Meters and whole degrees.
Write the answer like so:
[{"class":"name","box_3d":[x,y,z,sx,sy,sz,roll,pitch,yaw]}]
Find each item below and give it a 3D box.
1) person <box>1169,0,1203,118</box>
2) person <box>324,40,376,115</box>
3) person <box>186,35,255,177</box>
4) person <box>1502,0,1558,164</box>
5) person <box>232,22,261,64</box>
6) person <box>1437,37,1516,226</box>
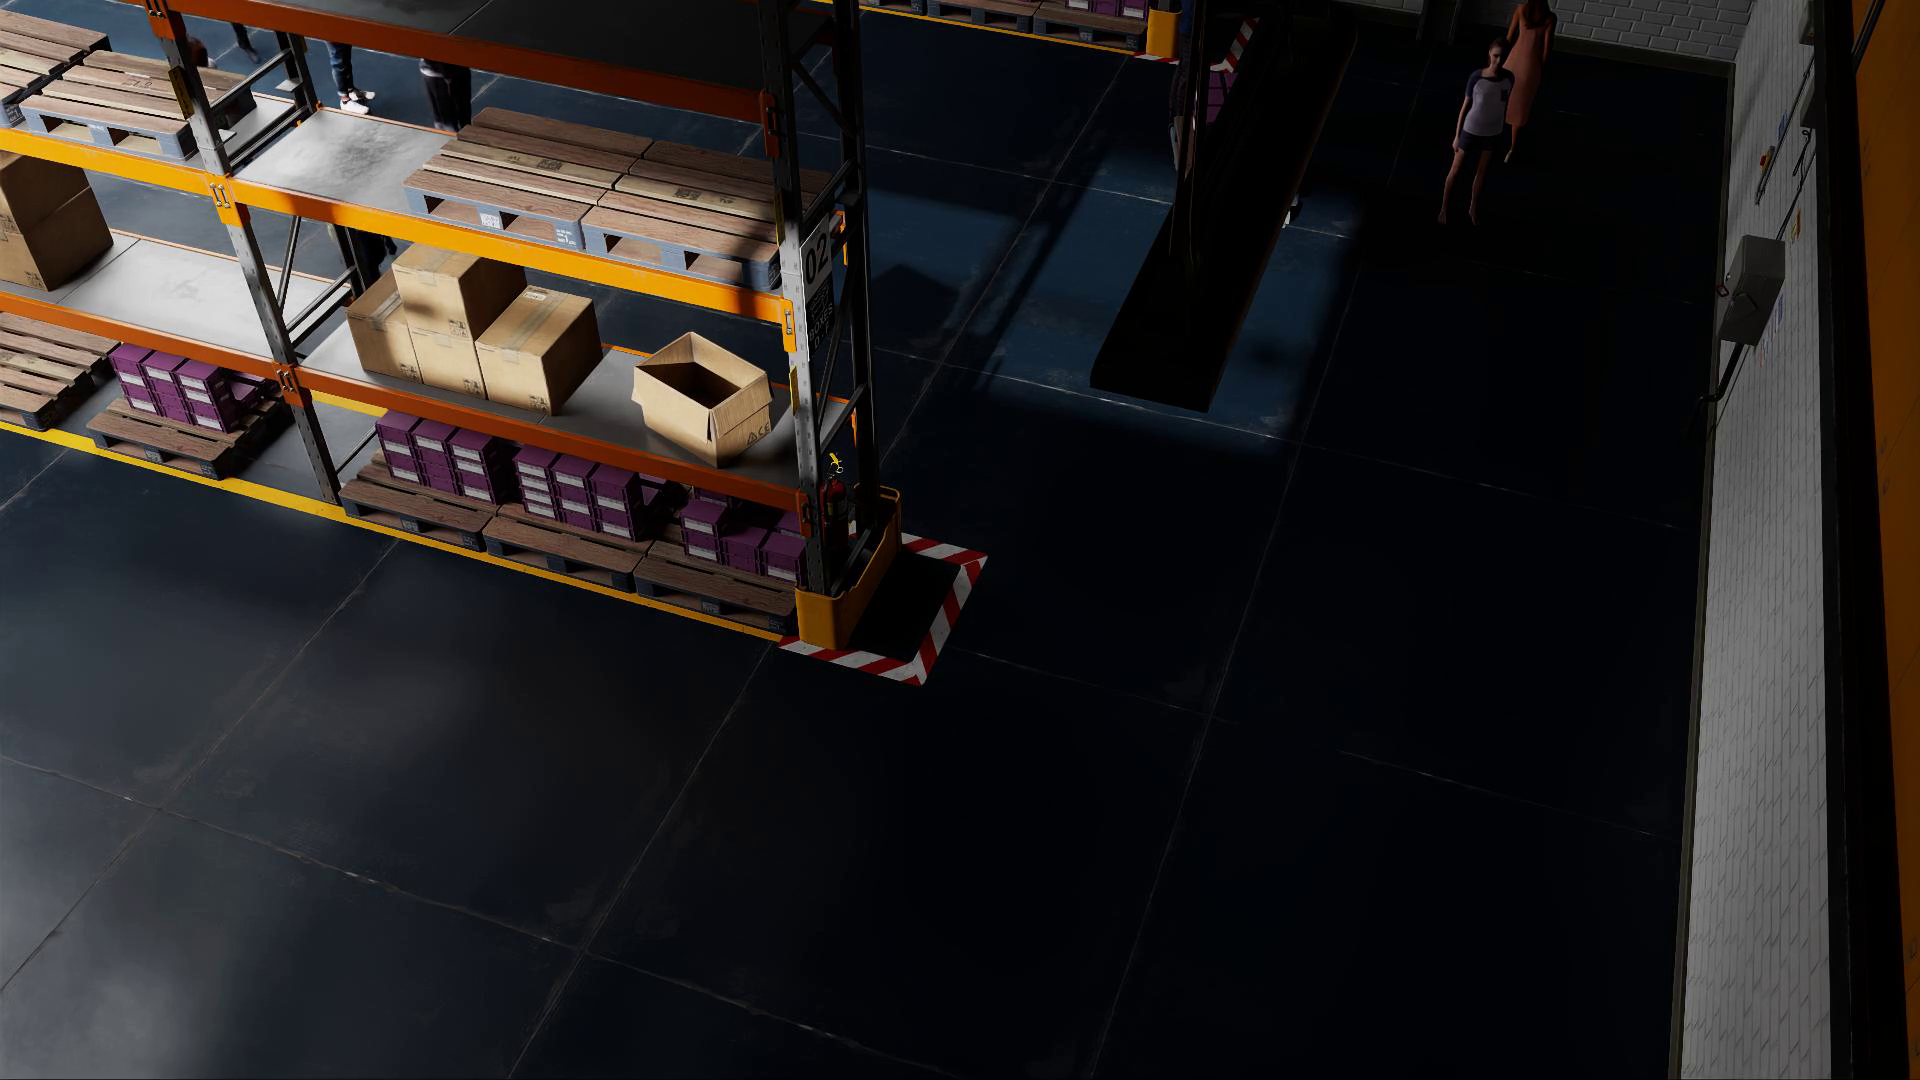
[{"class":"person","box_3d":[2.226,-4.838,15.906,0.707,1.871,0.735,-4,44,-4]},{"class":"person","box_3d":[-6.119,-5.061,16.182,0.745,1.814,0.774,-2,44,-2]},{"class":"person","box_3d":[-6.948,-3.982,15.329,0.787,1.429,0.618,22,48,22]},{"class":"person","box_3d":[5.218,-4.368,15.443,0.566,1.831,0.708,30,51,28]},{"class":"person","box_3d":[-7.562,-5.782,17.067,0.913,1.638,0.766,32,52,29]},{"class":"person","box_3d":[4.600,-3.609,14.692,0.586,1.767,0.702,2,44,2]}]
